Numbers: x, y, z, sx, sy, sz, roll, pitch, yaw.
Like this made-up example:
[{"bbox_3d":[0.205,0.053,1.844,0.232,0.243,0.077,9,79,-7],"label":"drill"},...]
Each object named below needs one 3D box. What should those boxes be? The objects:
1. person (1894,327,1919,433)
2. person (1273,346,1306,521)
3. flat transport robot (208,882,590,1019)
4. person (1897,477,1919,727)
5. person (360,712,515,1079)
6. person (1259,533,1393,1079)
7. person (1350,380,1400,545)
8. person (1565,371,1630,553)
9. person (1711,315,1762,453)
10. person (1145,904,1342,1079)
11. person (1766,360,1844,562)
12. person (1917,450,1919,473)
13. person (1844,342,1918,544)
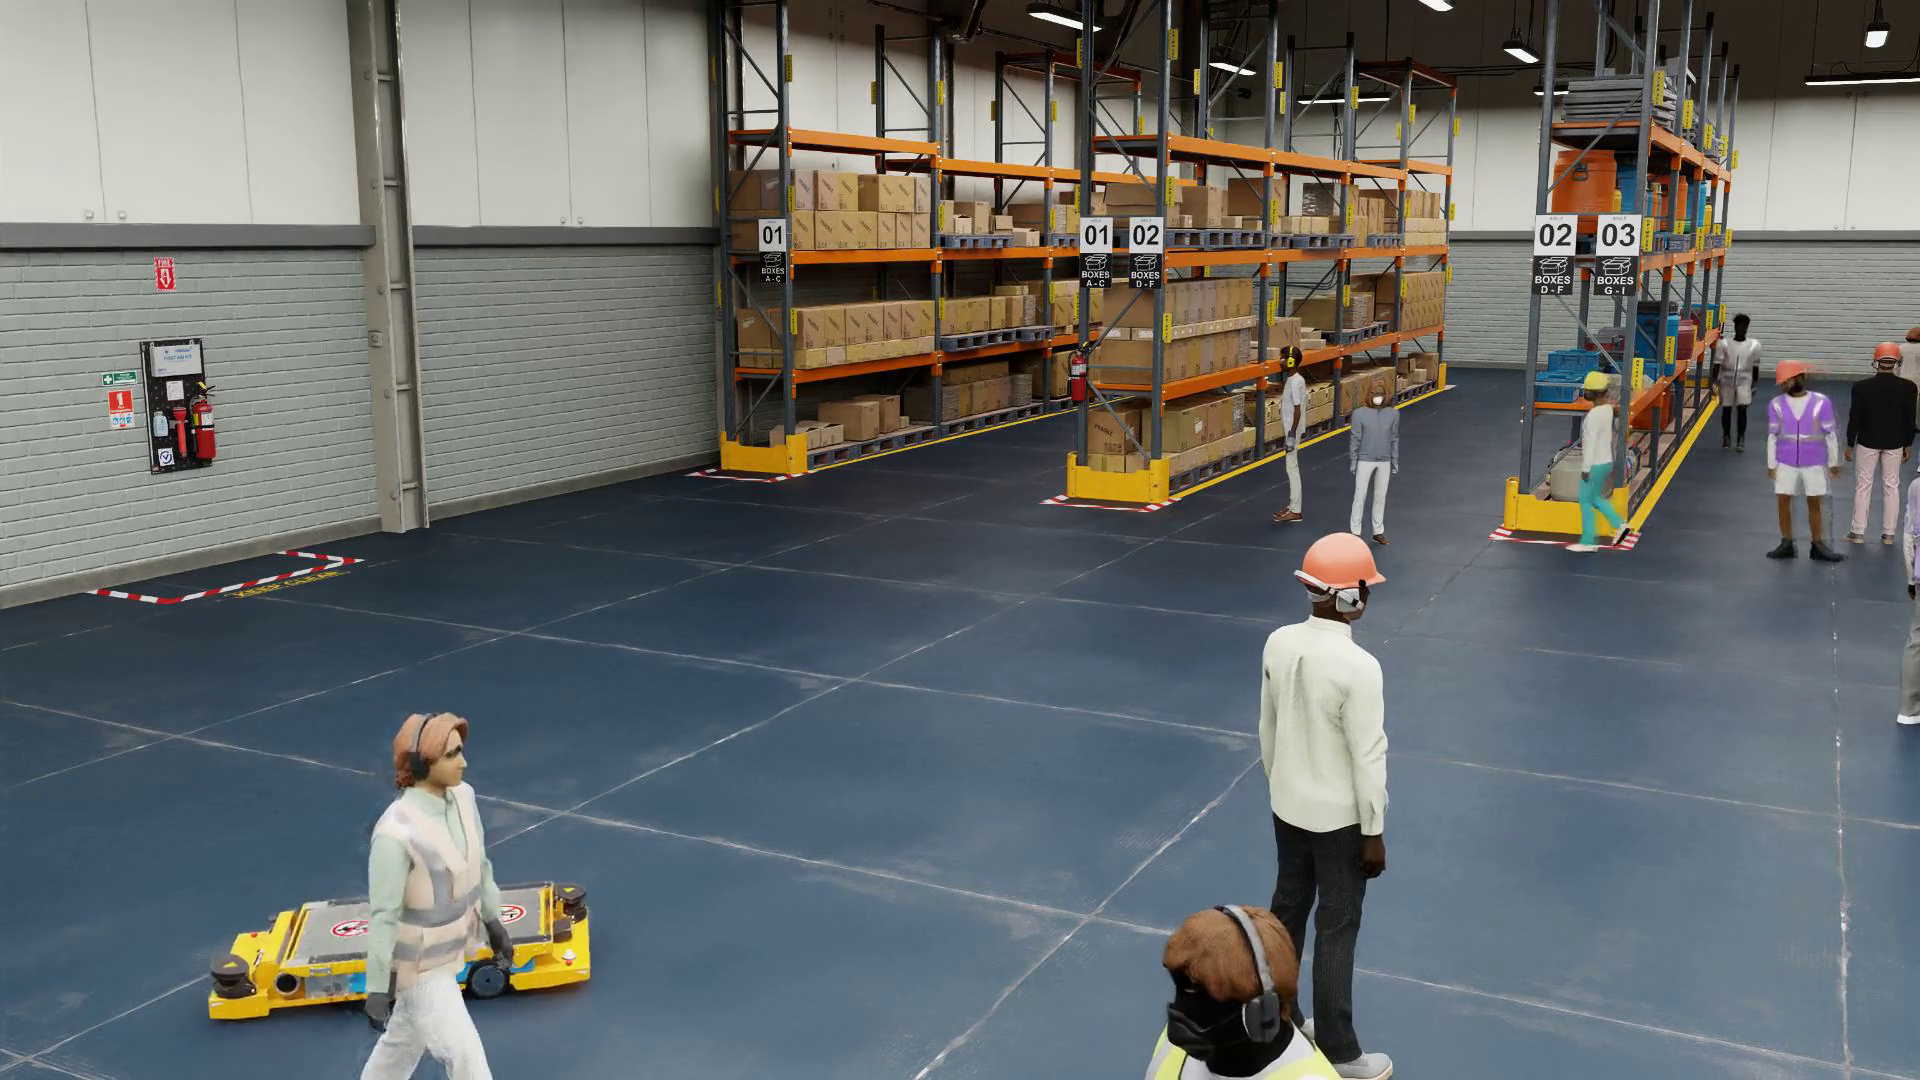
[{"bbox_3d":[14.671,-2.469,25.666,0.278,1.631,0.505,-7,12,-33],"label":"person"},{"bbox_3d":[3.521,-1.128,17.711,0.309,1.868,0.534,2,11,11],"label":"person"},{"bbox_3d":[-2.262,1.665,6.839,1.431,0.197,0.652,-3,11,-13],"label":"flat transport robot"},{"bbox_3d":[6.007,0.234,10.118,0.371,1.929,0.584,-3,11,-14],"label":"person"},{"bbox_3d":[-1.646,1.304,5.209,0.900,1.589,0.532,2,11,9],"label":"person"},{"bbox_3d":[1.318,0.959,5.982,0.378,1.995,0.609,-5,12,-27],"label":"person"},{"bbox_3d":[4.068,-0.755,16.319,0.507,1.631,0.278,-2,11,-9],"label":"person"},{"bbox_3d":[6.101,-0.731,15.859,0.471,1.752,0.536,8,13,38],"label":"person"},{"bbox_3d":[10.880,-2.188,23.345,0.612,1.918,0.985,5,11,25],"label":"person"},{"bbox_3d":[0.512,1.560,3.153,0.429,1.835,0.630,-3,11,-17],"label":"person"},{"bbox_3d":[7.889,-0.716,15.450,0.757,1.892,0.388,7,12,33],"label":"person"},{"bbox_3d":[12.544,-1.719,21.210,0.531,1.767,0.328,4,11,18],"label":"person"},{"bbox_3d":[9.058,-0.950,16.391,0.608,1.995,0.377,2,11,13],"label":"person"}]
